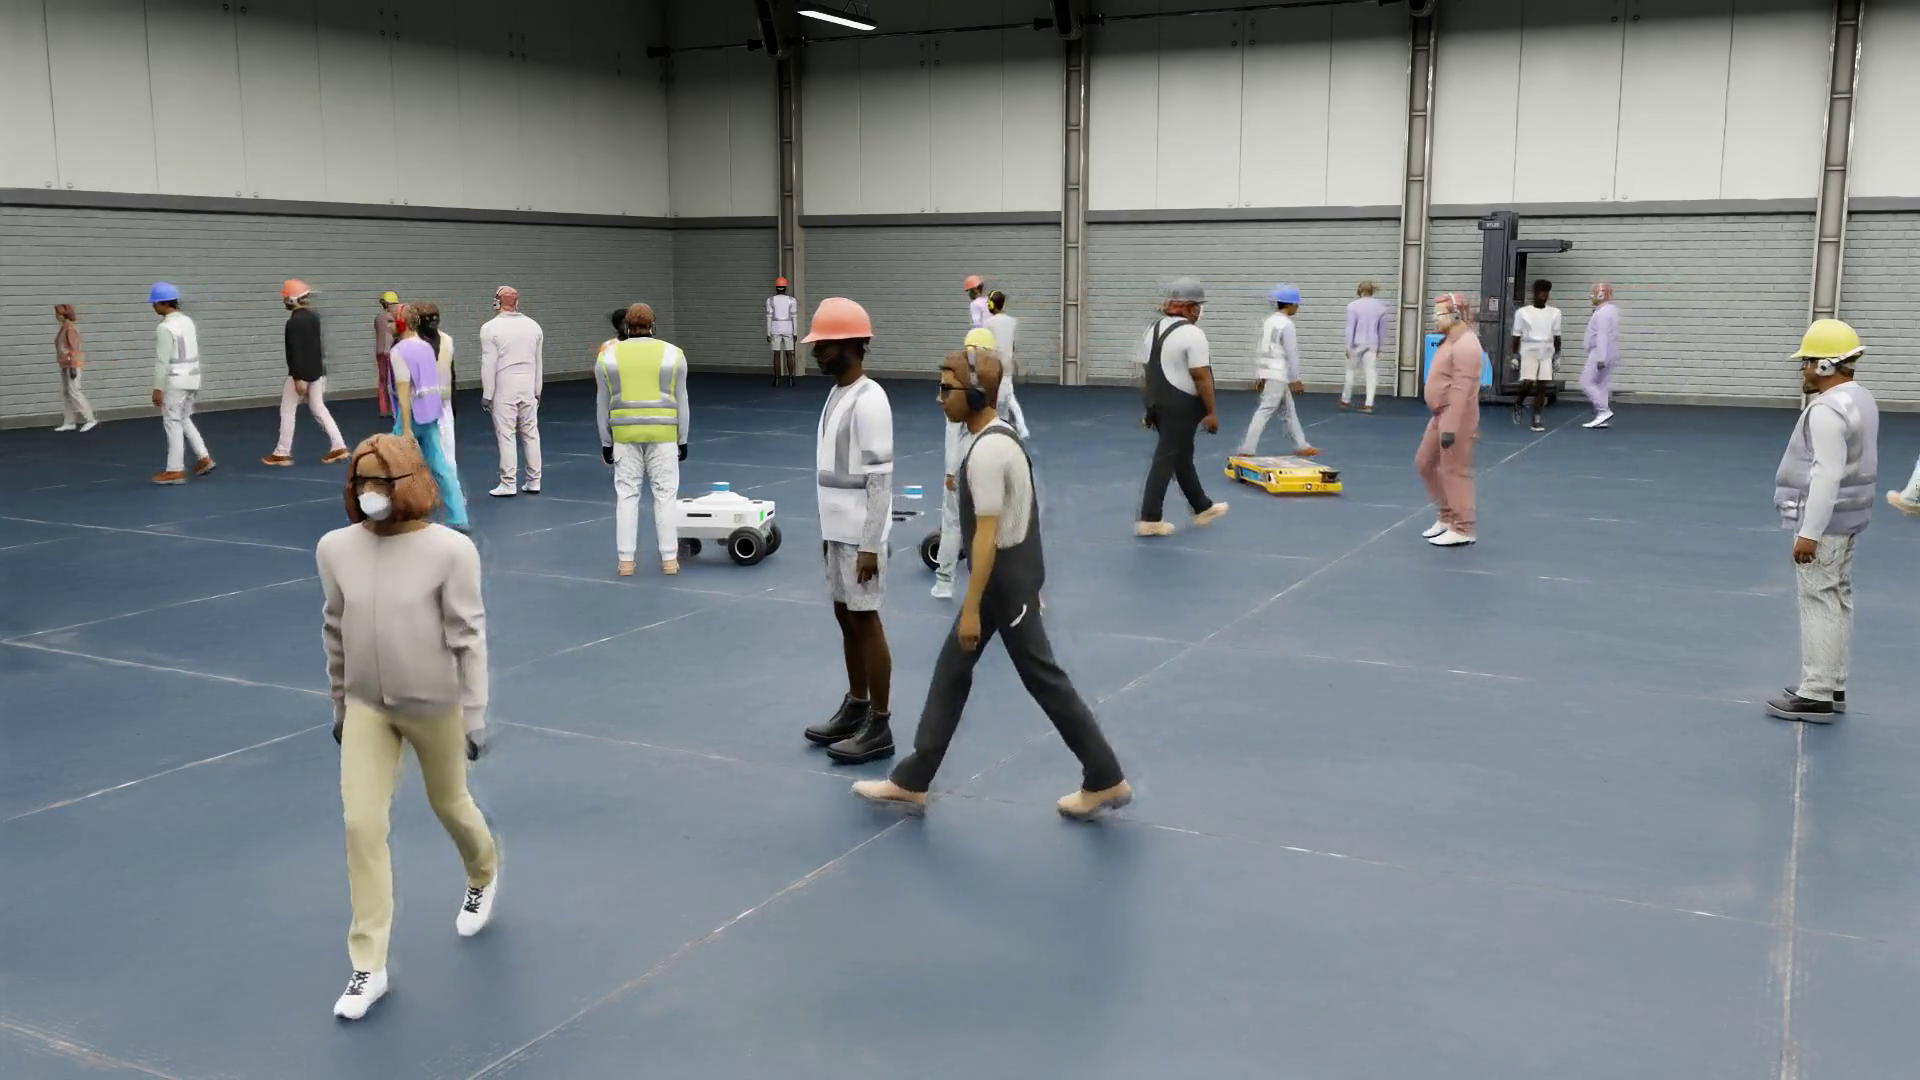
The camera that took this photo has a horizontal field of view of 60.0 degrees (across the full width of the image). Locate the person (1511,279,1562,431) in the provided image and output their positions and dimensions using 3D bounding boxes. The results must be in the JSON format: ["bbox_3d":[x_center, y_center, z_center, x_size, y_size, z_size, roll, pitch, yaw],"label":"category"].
[{"bbox_3d":[7.409,-2.380,21.388,0.604,1.943,0.476,0,9,-1],"label":"person"}]

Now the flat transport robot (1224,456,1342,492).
[{"bbox_3d":[3.083,-0.645,15.971,0.652,0.197,1.431,-2,9,-10],"label":"flat transport robot"}]

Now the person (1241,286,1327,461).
[{"bbox_3d":[3.393,-1.715,17.468,1.022,1.882,0.603,-1,9,-7],"label":"person"}]

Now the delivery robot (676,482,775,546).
[{"bbox_3d":[-1.695,-0.168,11.868,0.707,0.478,0.477,1,9,8],"label":"delivery robot"}]

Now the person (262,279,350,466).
[{"bbox_3d":[-6.964,-1.778,17.636,0.879,1.962,0.615,1,9,9],"label":"person"}]

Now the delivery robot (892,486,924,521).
[{"bbox_3d":[-0.314,-0.263,11.652,0.698,0.223,0.335,2,9,13],"label":"delivery robot"}]

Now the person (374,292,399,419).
[{"bbox_3d":[-7.935,-2.578,23.192,0.518,1.757,0.341,5,11,30],"label":"person"}]

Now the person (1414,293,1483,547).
[{"bbox_3d":[3.631,-0.886,12.362,0.481,1.881,0.665,1,9,5],"label":"person"}]

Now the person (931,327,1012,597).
[{"bbox_3d":[0.146,-0.460,10.324,0.503,1.710,0.736,-5,11,-30],"label":"person"}]

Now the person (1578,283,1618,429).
[{"bbox_3d":[8.295,-2.391,21.639,0.430,1.889,0.652,5,11,29],"label":"person"}]

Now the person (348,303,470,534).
[{"bbox_3d":[-4.250,-0.917,12.822,0.996,1.793,0.586,2,9,11],"label":"person"}]

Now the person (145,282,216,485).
[{"bbox_3d":[-7.575,-1.511,16.043,0.456,1.934,0.665,0,9,0],"label":"person"}]

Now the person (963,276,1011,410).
[{"bbox_3d":[0.318,-2.853,24.251,1.089,1.968,0.689,5,10,28],"label":"person"}]

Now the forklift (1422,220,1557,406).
[{"bbox_3d":[8.245,-3.527,25.720,1.873,2.768,1.129,5,10,27],"label":"forklift"}]

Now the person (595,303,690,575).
[{"bbox_3d":[-2.147,-0.687,11.314,0.618,1.836,0.430,-1,9,-4],"label":"person"}]

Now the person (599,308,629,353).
[{"bbox_3d":[-3.248,-1.410,16.209,0.547,1.680,0.378,-9,13,-43],"label":"person"}]

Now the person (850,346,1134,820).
[{"bbox_3d":[0.161,0.177,6.147,1.064,1.779,0.523,0,9,-1],"label":"person"}]

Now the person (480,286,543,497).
[{"bbox_3d":[-4.111,-1.355,15.185,0.399,1.909,0.642,7,12,39],"label":"person"}]

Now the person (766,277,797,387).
[{"bbox_3d":[-3.172,-3.702,29.568,0.551,1.935,0.371,-2,9,-11],"label":"person"}]

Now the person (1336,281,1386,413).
[{"bbox_3d":[5.862,-2.830,24.323,0.648,1.888,0.995,-2,9,-12],"label":"person"}]

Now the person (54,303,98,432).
[{"bbox_3d":[-11.385,-2.201,21.284,0.389,1.648,0.522,-7,12,-37],"label":"person"}]

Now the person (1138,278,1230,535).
[{"bbox_3d":[1.791,-1.055,13.056,1.001,2.000,0.701,-4,10,-22],"label":"person"}]

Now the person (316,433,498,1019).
[{"bbox_3d":[-1.594,0.472,4.862,0.508,1.601,0.823,1,9,6],"label":"person"}]

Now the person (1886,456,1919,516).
[{"bbox_3d":[8.056,-1.033,13.515,0.656,1.798,0.946,-2,9,-10],"label":"person"}]

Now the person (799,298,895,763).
[{"bbox_3d":[-0.479,-0.043,7.003,0.372,1.934,0.551,-4,10,-21],"label":"person"}]

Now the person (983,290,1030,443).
[{"bbox_3d":[0.495,-2.048,19.720,0.520,1.830,0.959,-6,11,-33],"label":"person"}]

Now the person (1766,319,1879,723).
[{"bbox_3d":[3.957,-0.093,7.638,0.404,1.827,0.600,8,12,41],"label":"person"}]

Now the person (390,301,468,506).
[{"bbox_3d":[-4.764,-1.207,14.654,0.931,1.802,0.635,7,11,36],"label":"person"}]
